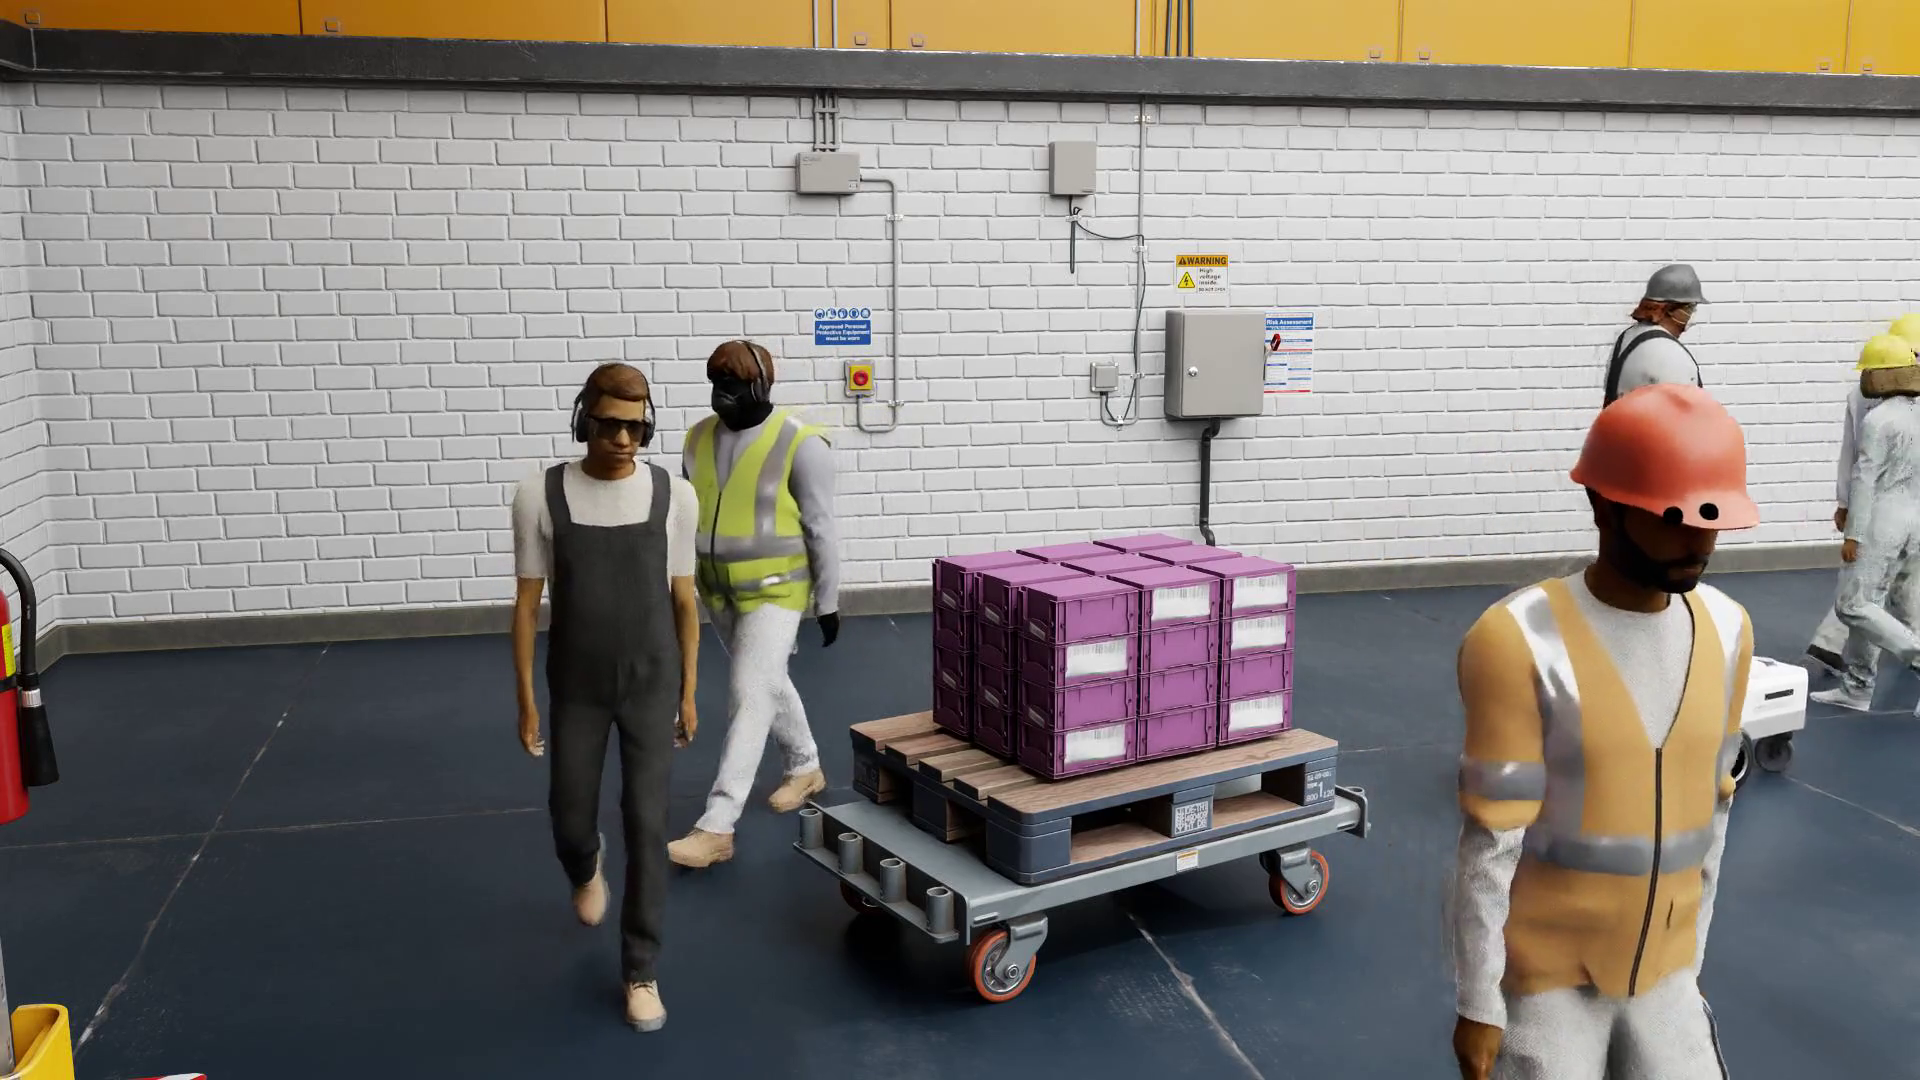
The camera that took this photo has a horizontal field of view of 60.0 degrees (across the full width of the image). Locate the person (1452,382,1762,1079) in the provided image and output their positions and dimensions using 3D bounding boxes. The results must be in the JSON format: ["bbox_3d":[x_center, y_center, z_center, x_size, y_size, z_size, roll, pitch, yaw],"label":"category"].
[{"bbox_3d":[1.056,0.687,2.787,0.558,1.917,0.471,-3,11,-14],"label":"person"}]

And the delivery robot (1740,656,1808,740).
[{"bbox_3d":[3.041,0.622,6.640,0.707,0.478,0.477,-6,12,-29],"label":"delivery robot"}]

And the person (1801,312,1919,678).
[{"bbox_3d":[4.548,-0.208,8.128,0.940,1.795,0.581,-1,10,-6],"label":"person"}]

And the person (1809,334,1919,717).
[{"bbox_3d":[4.124,-0.044,7.337,0.493,1.722,0.577,-9,13,-40],"label":"person"}]

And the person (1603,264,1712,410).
[{"bbox_3d":[3.686,-0.419,8.551,0.791,2.000,0.699,1,10,4],"label":"person"}]

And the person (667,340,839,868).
[{"bbox_3d":[-0.754,0.184,5.912,0.654,1.790,0.983,7,12,33],"label":"person"}]

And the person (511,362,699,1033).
[{"bbox_3d":[-0.988,0.398,4.679,0.514,1.817,0.701,-3,11,-14],"label":"person"}]
